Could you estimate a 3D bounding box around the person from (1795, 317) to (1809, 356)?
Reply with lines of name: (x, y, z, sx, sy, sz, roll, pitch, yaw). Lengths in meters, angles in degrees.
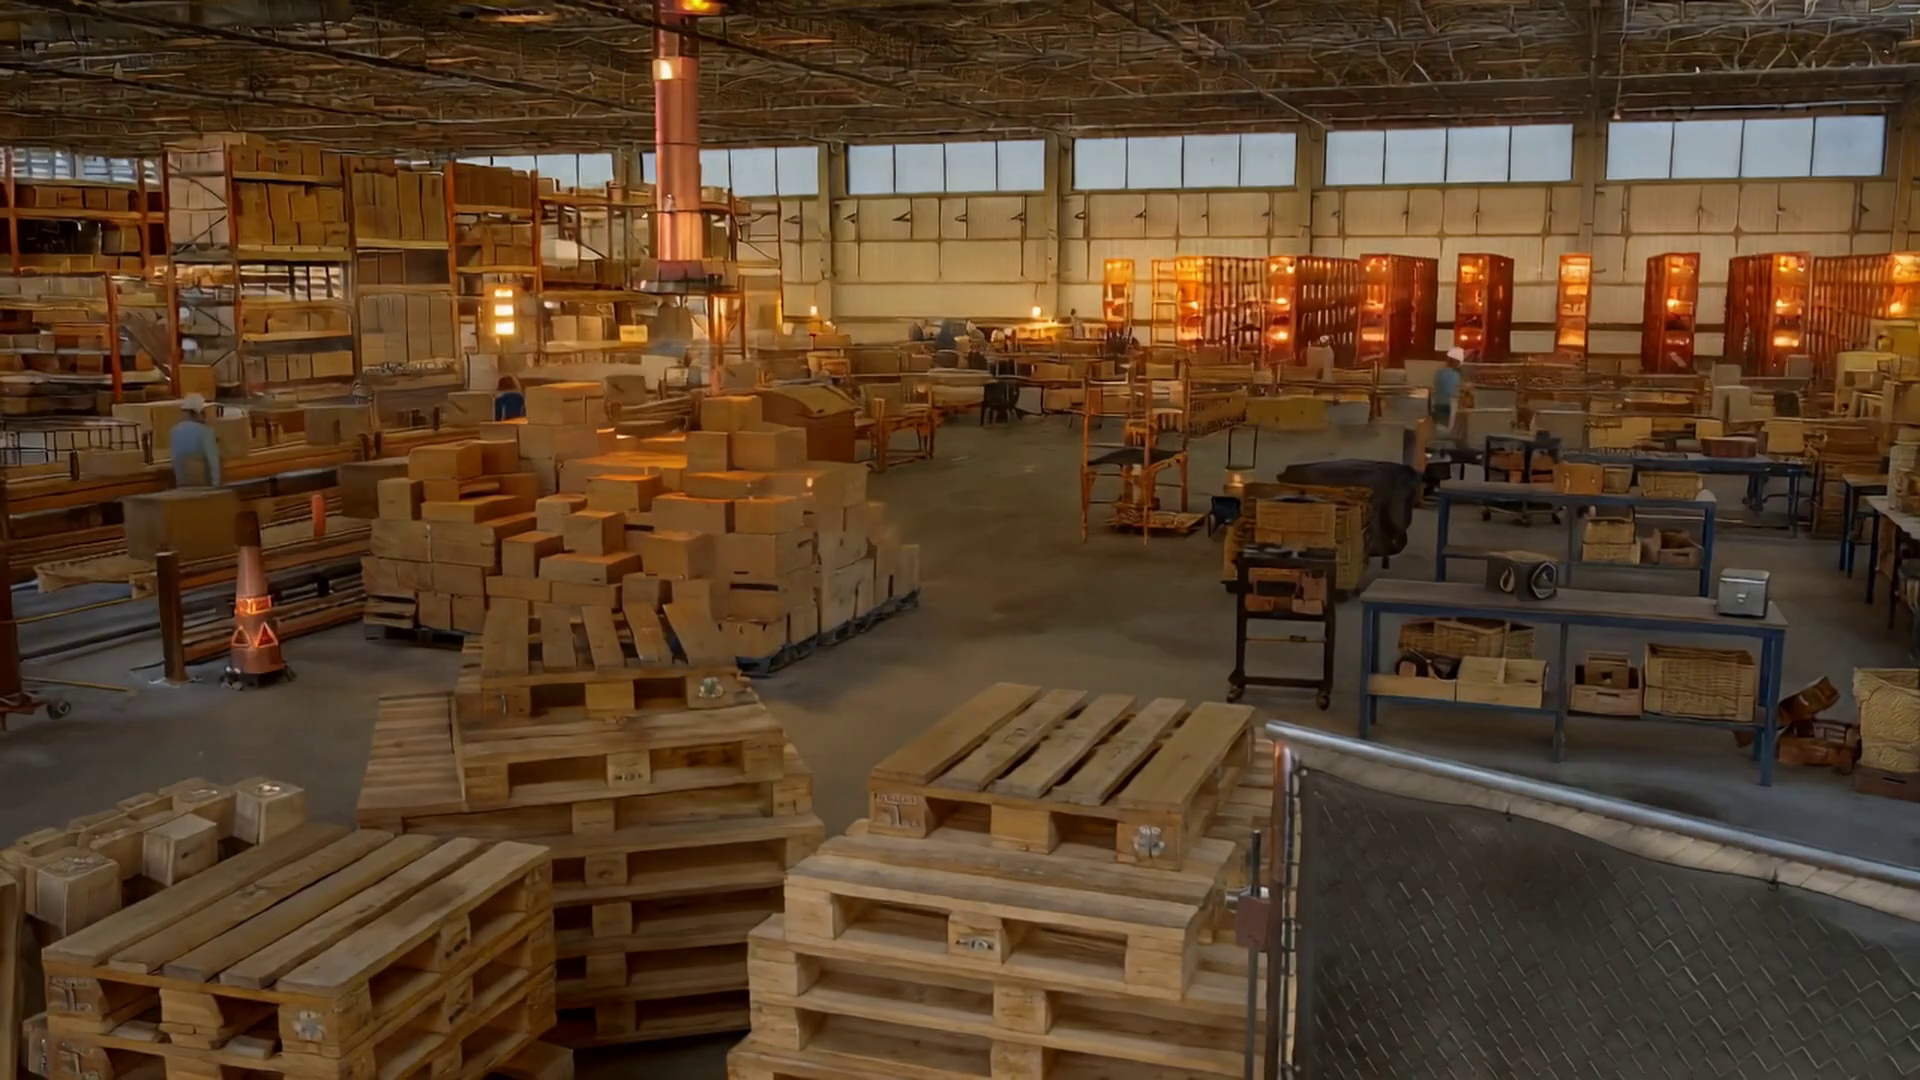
person: (24.354, -5.559, 48.255, 0.388, 1.837, 0.563, 4, 10, 21)

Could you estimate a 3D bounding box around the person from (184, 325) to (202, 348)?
person: (-20.275, -4.908, 44.287, 0.621, 1.792, 0.872, 4, 10, 23)

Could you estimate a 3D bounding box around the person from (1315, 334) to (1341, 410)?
person: (8.177, -3.764, 37.358, 0.878, 1.720, 0.534, 2, 9, 15)

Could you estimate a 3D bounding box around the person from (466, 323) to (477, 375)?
person: (-13.093, -5.006, 45.044, 0.532, 1.744, 0.589, 3, 10, 18)

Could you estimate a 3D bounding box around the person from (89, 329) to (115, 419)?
person: (-18.046, -3.493, 35.110, 0.958, 1.889, 0.575, 2, 9, 15)

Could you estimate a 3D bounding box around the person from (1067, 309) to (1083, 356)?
person: (3.814, -6.757, 55.621, 0.611, 1.895, 1.013, -3, 10, -21)

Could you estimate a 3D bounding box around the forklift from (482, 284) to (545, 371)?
forklift: (-10.832, -4.702, 39.610, 1.129, 2.768, 1.873, 3, 10, 20)

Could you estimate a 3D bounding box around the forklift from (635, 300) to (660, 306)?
forklift: (-9.229, -6.327, 49.816, 1.129, 2.768, 1.873, 2, 9, 12)

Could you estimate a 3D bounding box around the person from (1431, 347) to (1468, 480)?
person: (7.185, -1.831, 24.422, 1.020, 1.980, 0.630, -4, 10, -22)

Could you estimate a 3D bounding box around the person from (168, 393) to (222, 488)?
person: (-7.940, -0.617, 17.278, 0.611, 1.818, 0.560, 5, 10, 28)

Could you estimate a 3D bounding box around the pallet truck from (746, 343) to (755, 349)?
pallet truck: (-6.183, -4.618, 44.264, 1.601, 1.201, 0.680, -9, 12, -43)

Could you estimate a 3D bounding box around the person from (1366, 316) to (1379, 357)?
person: (13.059, -6.212, 52.531, 0.933, 1.787, 0.586, 4, 10, 23)

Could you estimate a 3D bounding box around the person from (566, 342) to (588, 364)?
person: (-9.481, -4.340, 41.200, 0.536, 1.650, 0.886, -1, 9, -6)

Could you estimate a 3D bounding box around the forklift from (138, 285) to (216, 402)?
forklift: (-17.480, -4.200, 36.461, 1.873, 2.768, 1.129, 3, 10, 19)

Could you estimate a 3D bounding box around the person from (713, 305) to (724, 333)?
person: (-8.500, -7.173, 57.927, 0.638, 1.984, 0.441, 4, 10, 21)

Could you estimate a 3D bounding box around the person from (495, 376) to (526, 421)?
person: (-6.322, -1.501, 23.455, 0.287, 1.626, 0.497, 7, 11, 37)

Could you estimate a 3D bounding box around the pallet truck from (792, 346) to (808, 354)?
pallet truck: (-3.705, -4.298, 42.022, 0.653, 1.274, 1.630, 3, 10, 20)
